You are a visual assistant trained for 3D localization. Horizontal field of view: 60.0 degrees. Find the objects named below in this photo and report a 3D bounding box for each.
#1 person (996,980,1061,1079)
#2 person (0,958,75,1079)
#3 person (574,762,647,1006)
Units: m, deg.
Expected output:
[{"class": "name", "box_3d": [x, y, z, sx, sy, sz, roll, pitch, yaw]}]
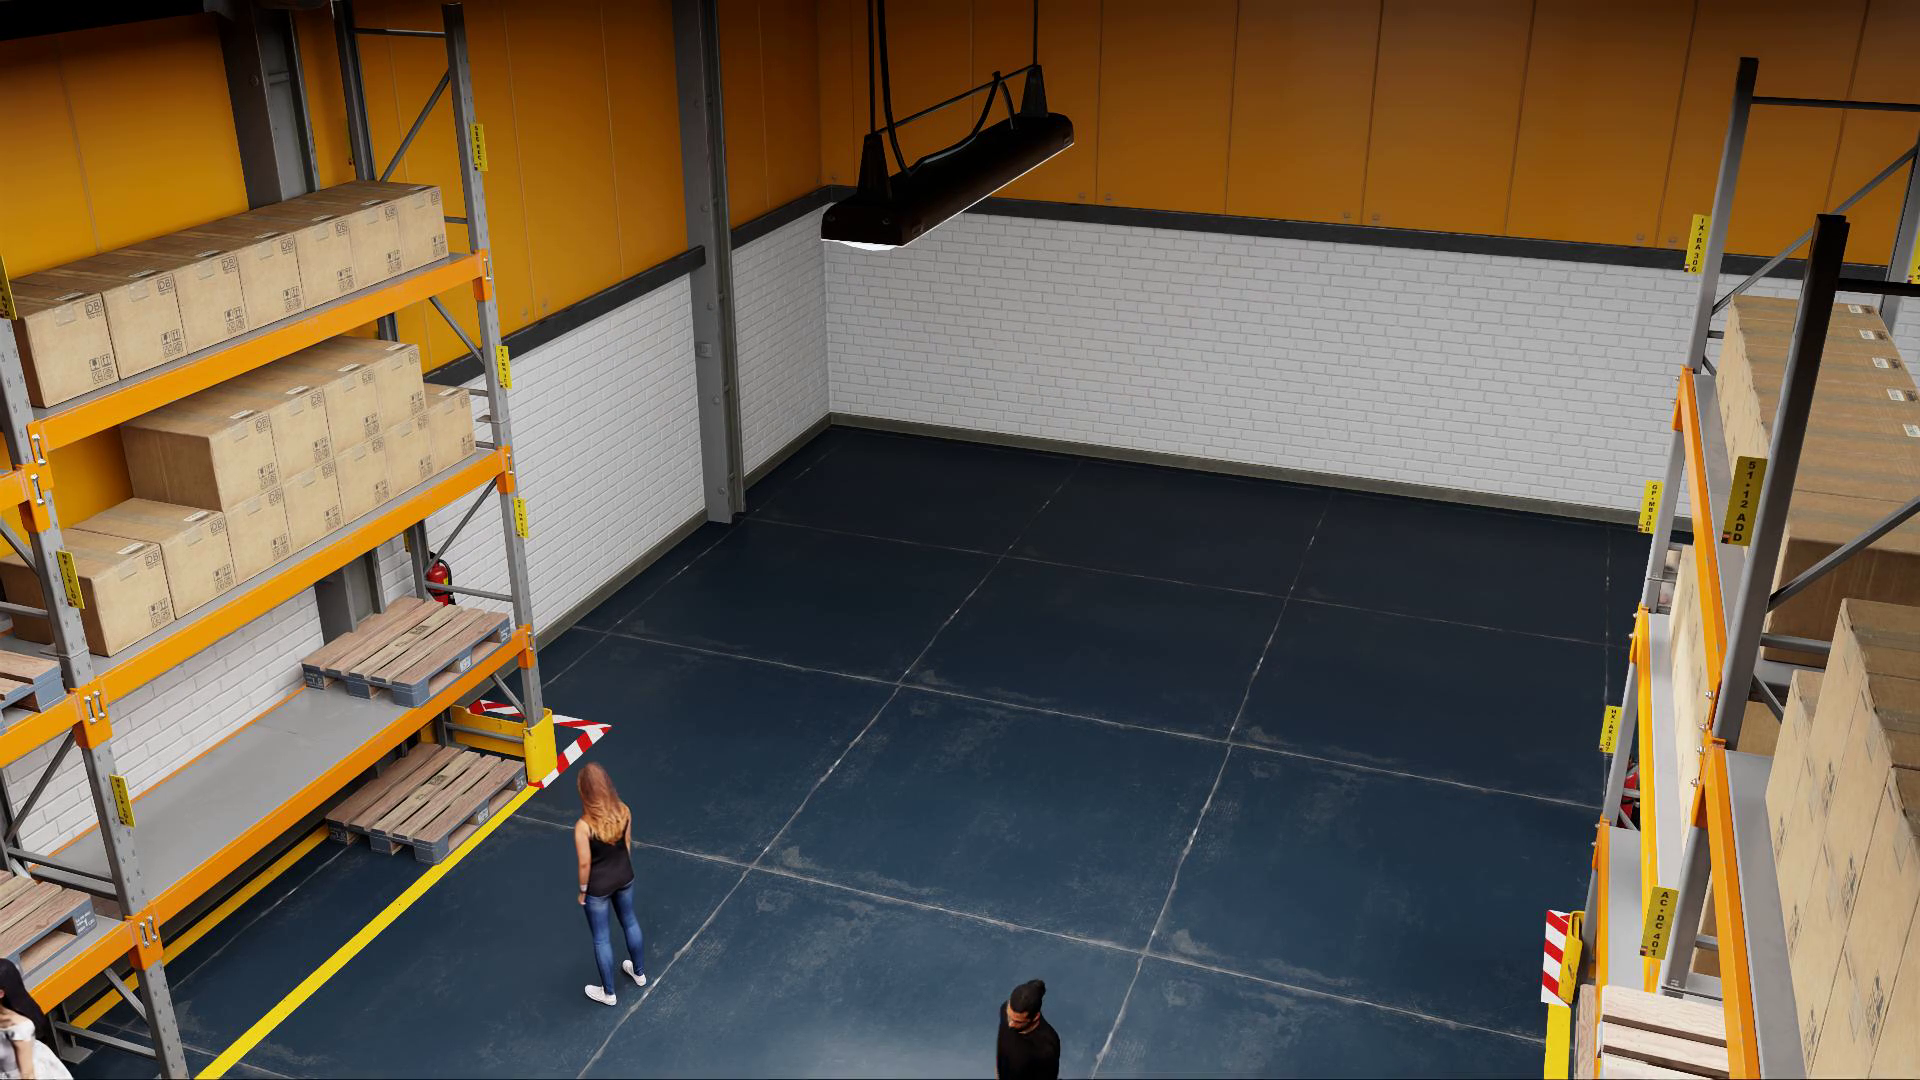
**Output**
[{"class": "person", "box_3d": [0.411, 2.999, 8.907, 1.043, 1.723, 0.967, -11, 26, -24]}, {"class": "person", "box_3d": [-4.952, 2.975, 8.907, 0.812, 1.769, 0.781, -17, 29, -33]}, {"class": "person", "box_3d": [-2.273, 2.205, 10.726, 0.713, 1.722, 0.567, 19, 30, 36]}]
